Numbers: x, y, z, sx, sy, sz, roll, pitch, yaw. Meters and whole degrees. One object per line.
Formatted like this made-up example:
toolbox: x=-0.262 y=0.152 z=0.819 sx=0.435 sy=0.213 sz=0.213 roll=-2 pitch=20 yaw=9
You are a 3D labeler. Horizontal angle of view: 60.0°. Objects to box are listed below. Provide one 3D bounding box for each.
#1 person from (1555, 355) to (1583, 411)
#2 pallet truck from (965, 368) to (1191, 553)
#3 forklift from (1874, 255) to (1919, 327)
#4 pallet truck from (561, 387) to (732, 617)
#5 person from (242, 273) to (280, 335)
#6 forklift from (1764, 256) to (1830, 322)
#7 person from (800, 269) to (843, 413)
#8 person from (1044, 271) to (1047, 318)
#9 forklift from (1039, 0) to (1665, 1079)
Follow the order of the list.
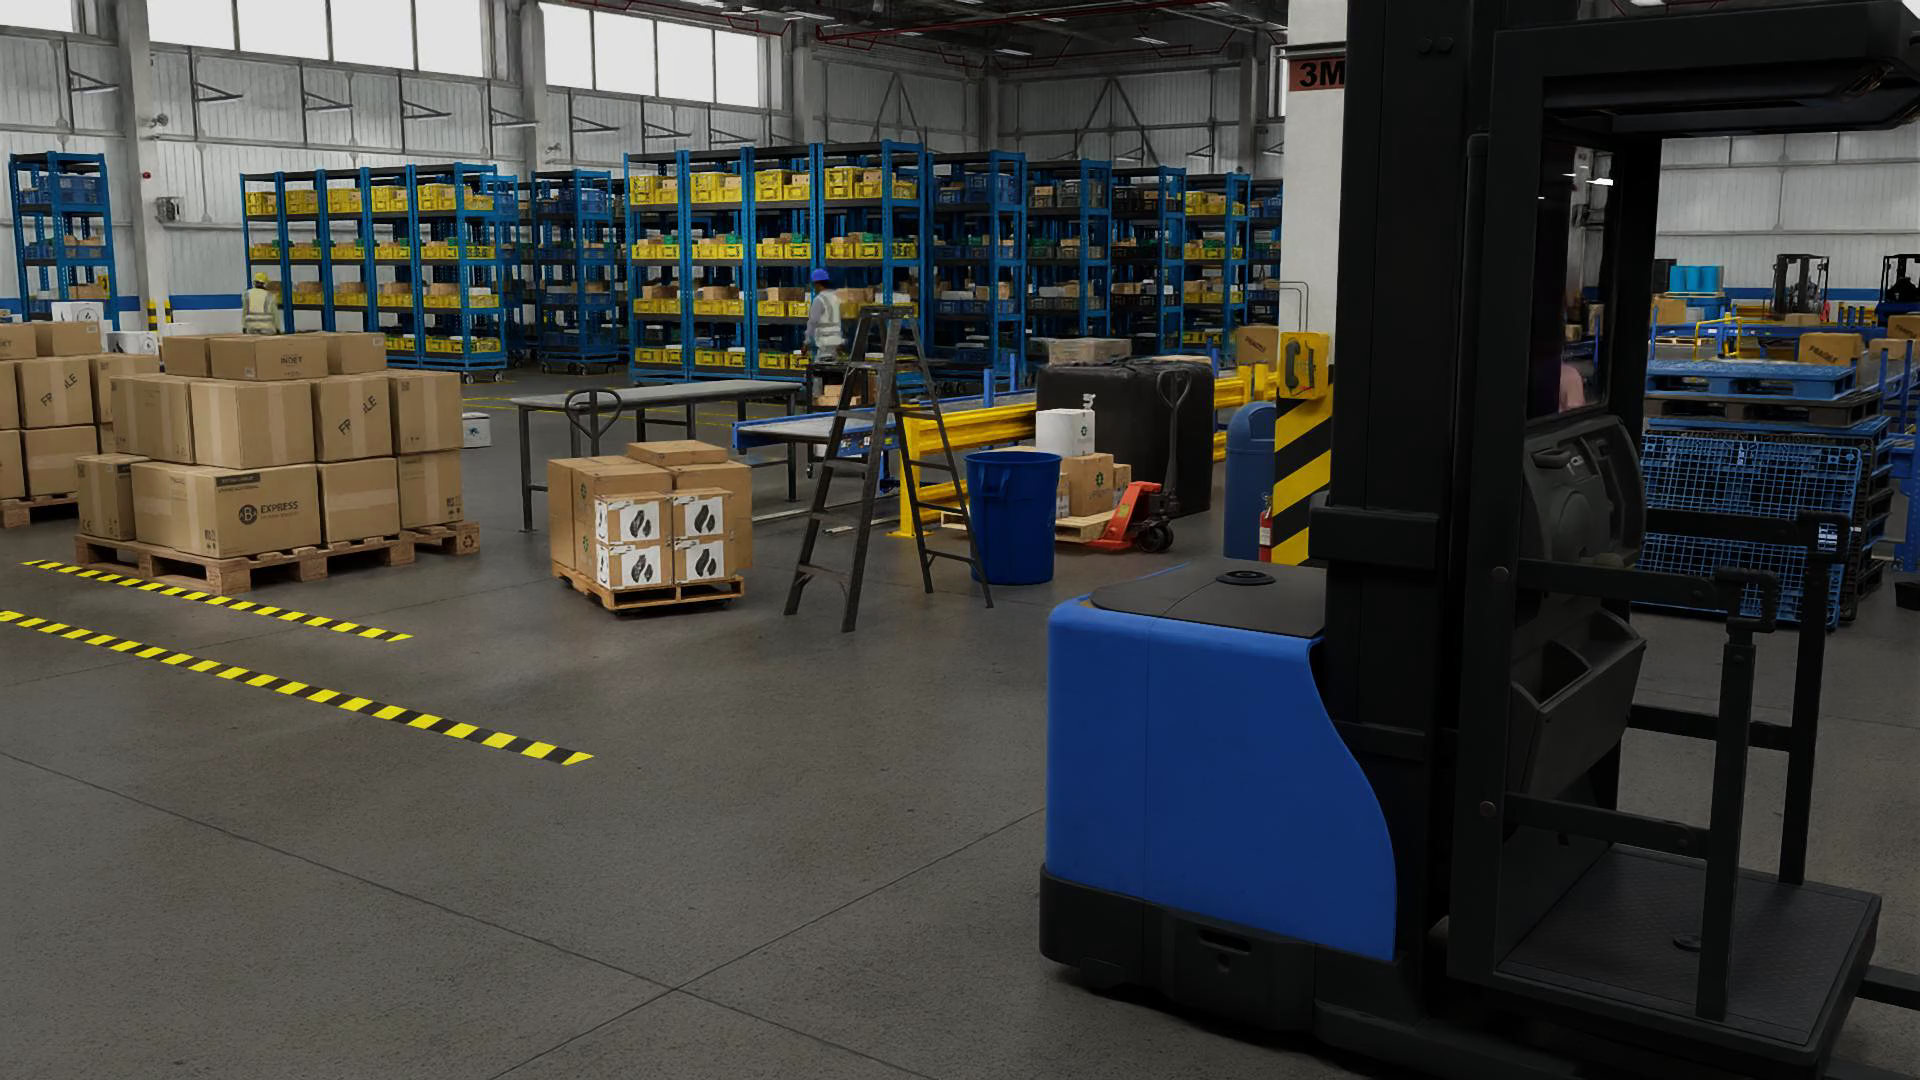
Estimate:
person: x=3.713 y=-0.607 z=10.600 sx=0.894 sy=1.705 sz=0.638 roll=-8 pitch=12 yaw=-39
pallet truck: x=0.845 y=-0.609 z=11.869 sx=1.630 sy=1.274 sz=0.653 roll=7 pitch=12 yaw=35
forklift: x=22.089 y=-5.634 z=38.796 sx=1.157 sy=1.987 sz=2.680 roll=6 pitch=11 yaw=33
pallet truck: x=-1.981 y=-0.274 z=10.088 sx=0.680 sy=1.201 sz=1.601 roll=-5 pitch=11 yaw=-28
person: x=-12.194 y=-3.750 z=29.038 sx=0.602 sy=1.817 sz=0.452 roll=-1 pitch=10 yaw=-5
forklift: x=20.253 y=-5.854 z=40.139 sx=1.157 sy=1.987 sz=2.680 roll=7 pitch=12 yaw=35
person: x=-1.856 y=-2.578 z=21.766 sx=0.797 sy=1.913 sz=0.636 roll=2 pitch=10 yaw=14
person: x=1.982 y=-5.603 z=39.997 sx=0.569 sy=1.840 sz=0.374 roll=7 pitch=12 yaw=37
forklift: x=1.249 y=-0.137 z=4.360 sx=1.873 sy=2.768 sz=1.129 roll=7 pitch=12 yaw=35
